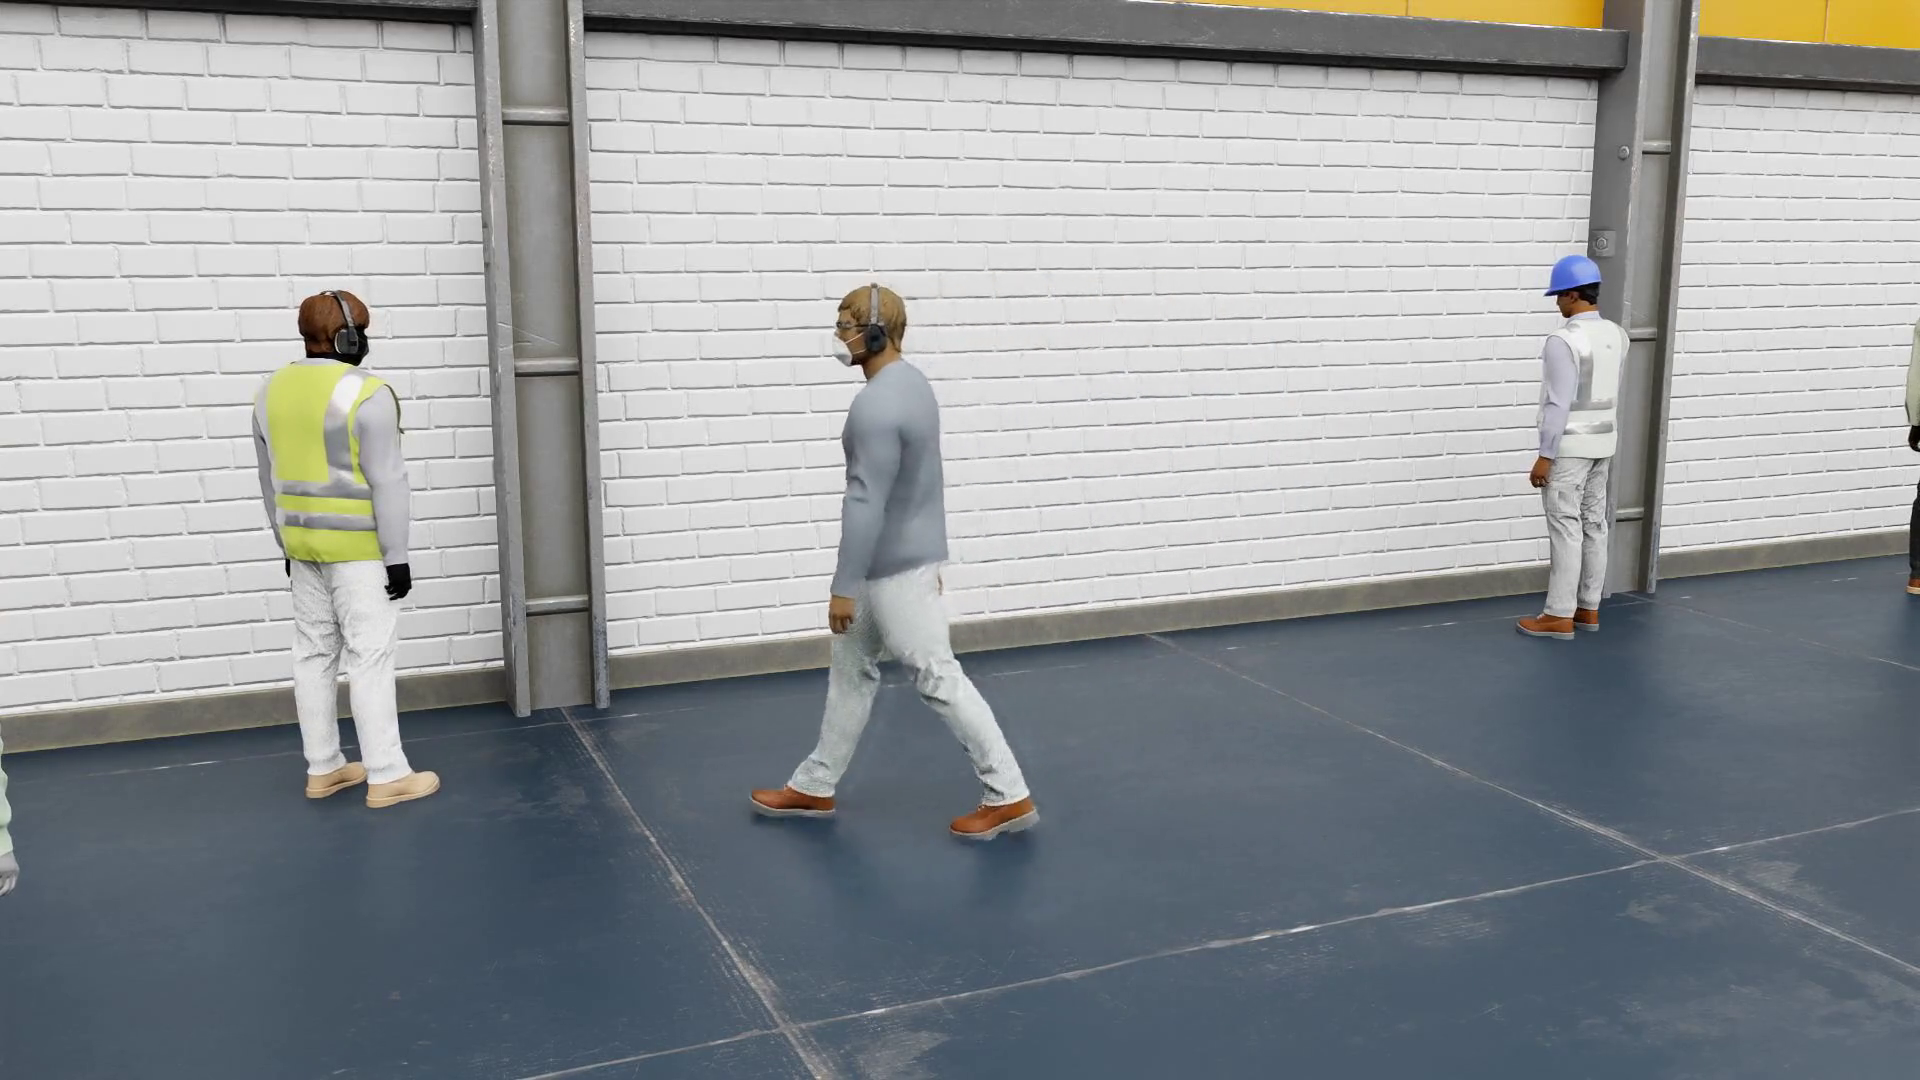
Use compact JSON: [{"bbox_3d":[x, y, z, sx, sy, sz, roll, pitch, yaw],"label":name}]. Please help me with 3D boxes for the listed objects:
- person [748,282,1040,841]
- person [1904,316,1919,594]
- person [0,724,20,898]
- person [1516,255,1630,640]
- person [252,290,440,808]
[{"bbox_3d":[-0.200,0.085,5.592,1.040,1.891,0.652,1,10,6],"label":"person"},{"bbox_3d":[5.643,-0.653,9.350,0.401,1.986,0.612,-7,12,-33],"label":"person"},{"bbox_3d":[-2.166,0.607,3.377,0.508,1.632,0.272,1,10,5],"label":"person"},{"bbox_3d":[3.113,-0.465,8.443,0.601,1.940,0.396,-9,13,-39],"label":"person"},{"bbox_3d":[-2.199,0.035,5.958,0.624,1.844,0.430,5,11,26],"label":"person"}]
